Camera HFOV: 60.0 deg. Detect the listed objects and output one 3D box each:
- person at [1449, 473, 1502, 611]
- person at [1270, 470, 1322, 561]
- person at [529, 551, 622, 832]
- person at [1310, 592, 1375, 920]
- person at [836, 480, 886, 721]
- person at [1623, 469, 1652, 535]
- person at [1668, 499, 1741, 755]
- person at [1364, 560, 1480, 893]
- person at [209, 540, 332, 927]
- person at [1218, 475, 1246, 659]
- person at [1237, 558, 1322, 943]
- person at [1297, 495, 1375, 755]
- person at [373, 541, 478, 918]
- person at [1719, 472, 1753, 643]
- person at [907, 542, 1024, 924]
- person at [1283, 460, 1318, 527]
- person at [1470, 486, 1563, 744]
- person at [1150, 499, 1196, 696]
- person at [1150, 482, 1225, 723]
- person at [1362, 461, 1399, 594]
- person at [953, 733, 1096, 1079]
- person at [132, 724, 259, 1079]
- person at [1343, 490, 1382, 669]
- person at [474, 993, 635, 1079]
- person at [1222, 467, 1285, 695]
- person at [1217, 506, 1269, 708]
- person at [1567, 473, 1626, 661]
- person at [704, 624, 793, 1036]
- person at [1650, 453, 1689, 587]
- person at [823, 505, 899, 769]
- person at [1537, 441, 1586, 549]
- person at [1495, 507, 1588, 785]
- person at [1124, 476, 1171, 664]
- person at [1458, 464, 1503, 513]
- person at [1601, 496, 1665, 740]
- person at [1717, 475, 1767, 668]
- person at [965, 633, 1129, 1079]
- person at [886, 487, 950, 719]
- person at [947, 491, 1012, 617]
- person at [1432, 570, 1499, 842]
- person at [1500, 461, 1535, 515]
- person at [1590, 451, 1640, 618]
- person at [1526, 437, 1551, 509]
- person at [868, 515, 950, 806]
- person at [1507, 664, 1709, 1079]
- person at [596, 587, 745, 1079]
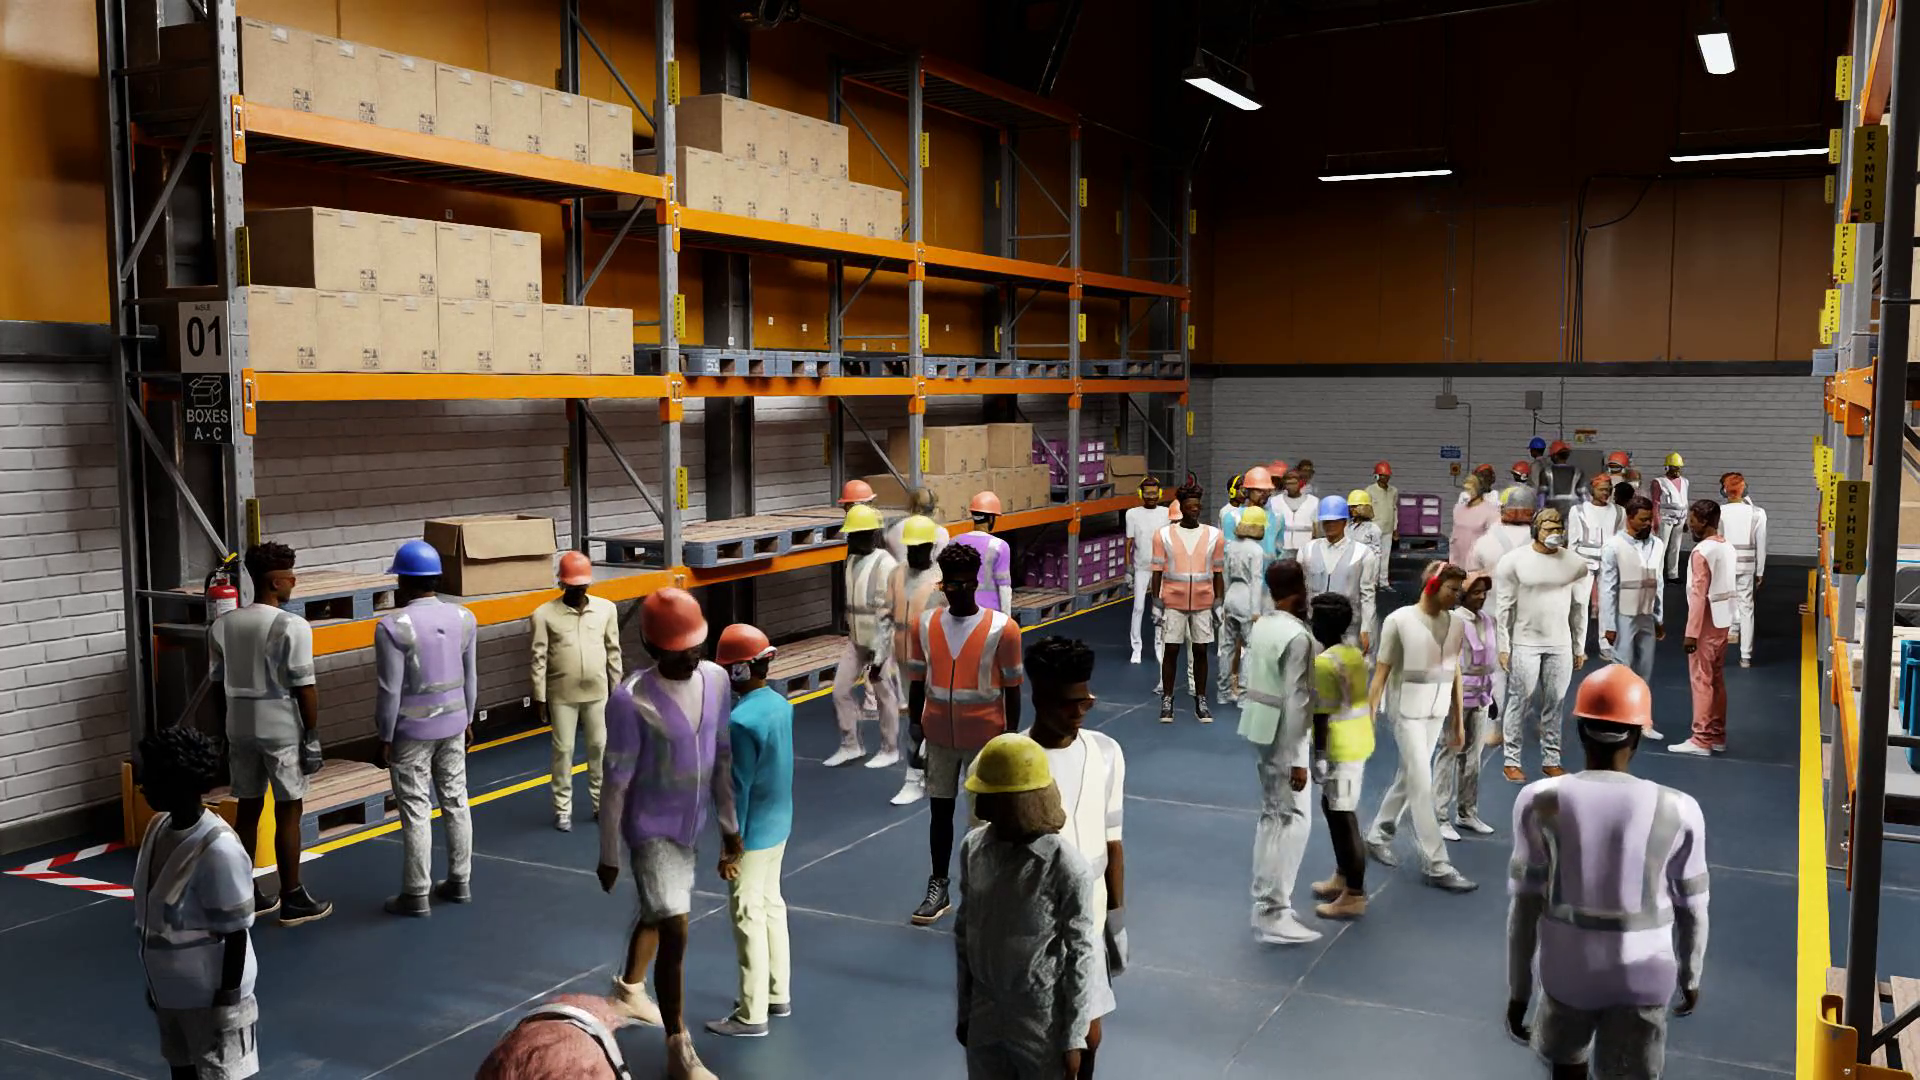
[{"bbox_3d":[5.066,0.293,16.214,0.761,1.915,0.641,-2,6,-24],"label":"person"},{"bbox_3d":[3.715,0.138,18.393,0.596,1.819,0.555,1,5,12],"label":"person"},{"bbox_3d":[-2.362,0.931,10.284,0.576,1.737,0.355,-3,6,-29],"label":"person"},{"bbox_3d":[1.960,1.111,8.657,0.429,1.676,0.534,3,6,32],"label":"person"},{"bbox_3d":[-0.806,0.493,13.756,0.420,1.981,0.620,1,5,7],"label":"person"},{"bbox_3d":[9.068,-0.148,22.499,0.498,1.615,0.430,-1,5,-12],"label":"person"},{"bbox_3d":[5.590,0.650,12.410,0.402,1.909,0.599,5,7,43],"label":"person"},{"bbox_3d":[2.566,1.004,9.274,0.628,1.785,0.924,-3,6,-31],"label":"person"},{"bbox_3d":[-3.526,0.983,8.502,0.611,1.962,0.364,2,6,19],"label":"person"},{"bbox_3d":[2.776,0.274,16.750,0.351,1.856,0.519,3,6,25],"label":"person"},{"bbox_3d":[1.609,1.042,8.376,0.368,1.884,0.715,-1,5,-8],"label":"person"},{"bbox_3d":[2.754,0.639,12.295,0.605,1.948,0.391,3,6,26],"label":"person"},{"bbox_3d":[-2.791,0.974,8.680,0.392,1.946,0.616,4,6,34],"label":"person"},{"bbox_3d":[8.266,0.188,17.795,0.429,1.832,0.630,3,6,27],"label":"person"},{"bbox_3d":[0.012,0.986,8.454,0.615,1.964,0.361,2,6,20],"label":"person"},{"bbox_3d":[4.413,-0.154,21.692,0.515,1.804,0.965,-1,5,-11],"label":"person"},{"bbox_3d":[4.322,0.537,12.896,0.692,2.000,1.048,3,6,27],"label":"person"},{"bbox_3d":[1.954,0.508,14.742,0.573,1.749,0.342,2,6,25],"label":"person"},{"bbox_3d":[1.857,0.511,13.570,0.613,1.965,0.361,0,5,0],"label":"person"},{"bbox_3d":[5.570,-0.165,21.976,0.567,1.751,0.329,-3,6,-25],"label":"person"},{"bbox_3d":[0.169,1.426,4.926,0.487,1.741,0.312,4,7,39],"label":"person"},{"bbox_3d":[-2.412,1.416,5.254,0.534,1.698,0.322,5,7,40],"label":"person"},{"bbox_3d":[3.859,0.382,16.149,0.297,1.744,0.487,-4,7,-38],"label":"person"},{"bbox_3d":[-0.556,1.591,2.348,0.662,1.899,0.397,1,5,9],"label":"person"},{"bbox_3d":[2.577,0.384,14.509,0.607,2.048,0.365,-2,6,-21],"label":"person"},{"bbox_3d":[2.437,0.567,14.223,0.342,1.733,0.512,-3,6,-29],"label":"person"},{"bbox_3d":[6.356,0.273,16.614,0.577,1.879,0.350,0,5,3],"label":"person"},{"bbox_3d":[-0.903,1.224,7.120,0.350,1.739,0.575,1,5,13],"label":"person"},{"bbox_3d":[9.718,-0.273,22.727,0.590,1.833,0.404,-2,6,-21],"label":"person"},{"bbox_3d":[-0.697,0.705,11.834,0.680,1.901,0.594,-4,7,-39],"label":"person"},{"bbox_3d":[8.169,-0.343,22.634,0.658,1.988,0.979,1,5,11],"label":"person"},{"bbox_3d":[3.998,0.731,11.443,0.634,1.932,0.361,0,5,0],"label":"person"},{"bbox_3d":[1.881,0.301,16.423,0.517,1.861,0.316,-1,5,-7],"label":"person"},{"bbox_3d":[5.798,0.096,18.476,0.584,1.883,0.345,3,6,26],"label":"person"},{"bbox_3d":[5.191,0.609,12.867,0.598,1.906,0.404,-3,6,-27],"label":"person"},{"bbox_3d":[7.539,0.305,16.220,0.573,1.887,0.355,1,5,14],"label":"person"},{"bbox_3d":[0.297,1.270,5.477,0.612,1.956,0.386,-3,6,-32],"label":"person"},{"bbox_3d":[-0.285,0.517,13.778,0.671,1.911,0.648,3,6,32],"label":"person"},{"bbox_3d":[0.168,0.581,13.080,0.548,1.924,0.387,3,6,28],"label":"person"},{"bbox_3d":[3.077,0.994,10.119,0.523,1.638,0.310,-3,6,-33],"label":"person"},{"bbox_3d":[7.406,-0.171,22.042,0.338,1.752,0.565,-3,6,-29],"label":"person"},{"bbox_3d":[7.679,-0.048,19.506,0.618,1.986,0.408,5,7,43],"label":"person"},{"bbox_3d":[8.951,-0.614,25.781,0.388,1.947,0.613,4,6,34],"label":"person"},{"bbox_3d":[-0.278,0.774,11.151,0.595,1.914,0.675,4,7,39],"label":"person"},{"bbox_3d":[2.028,1.324,5.210,0.561,1.889,0.960,3,6,26],"label":"person"},{"bbox_3d":[-1.218,1.150,6.720,0.876,1.990,0.651,3,6,32],"label":"person"}]
